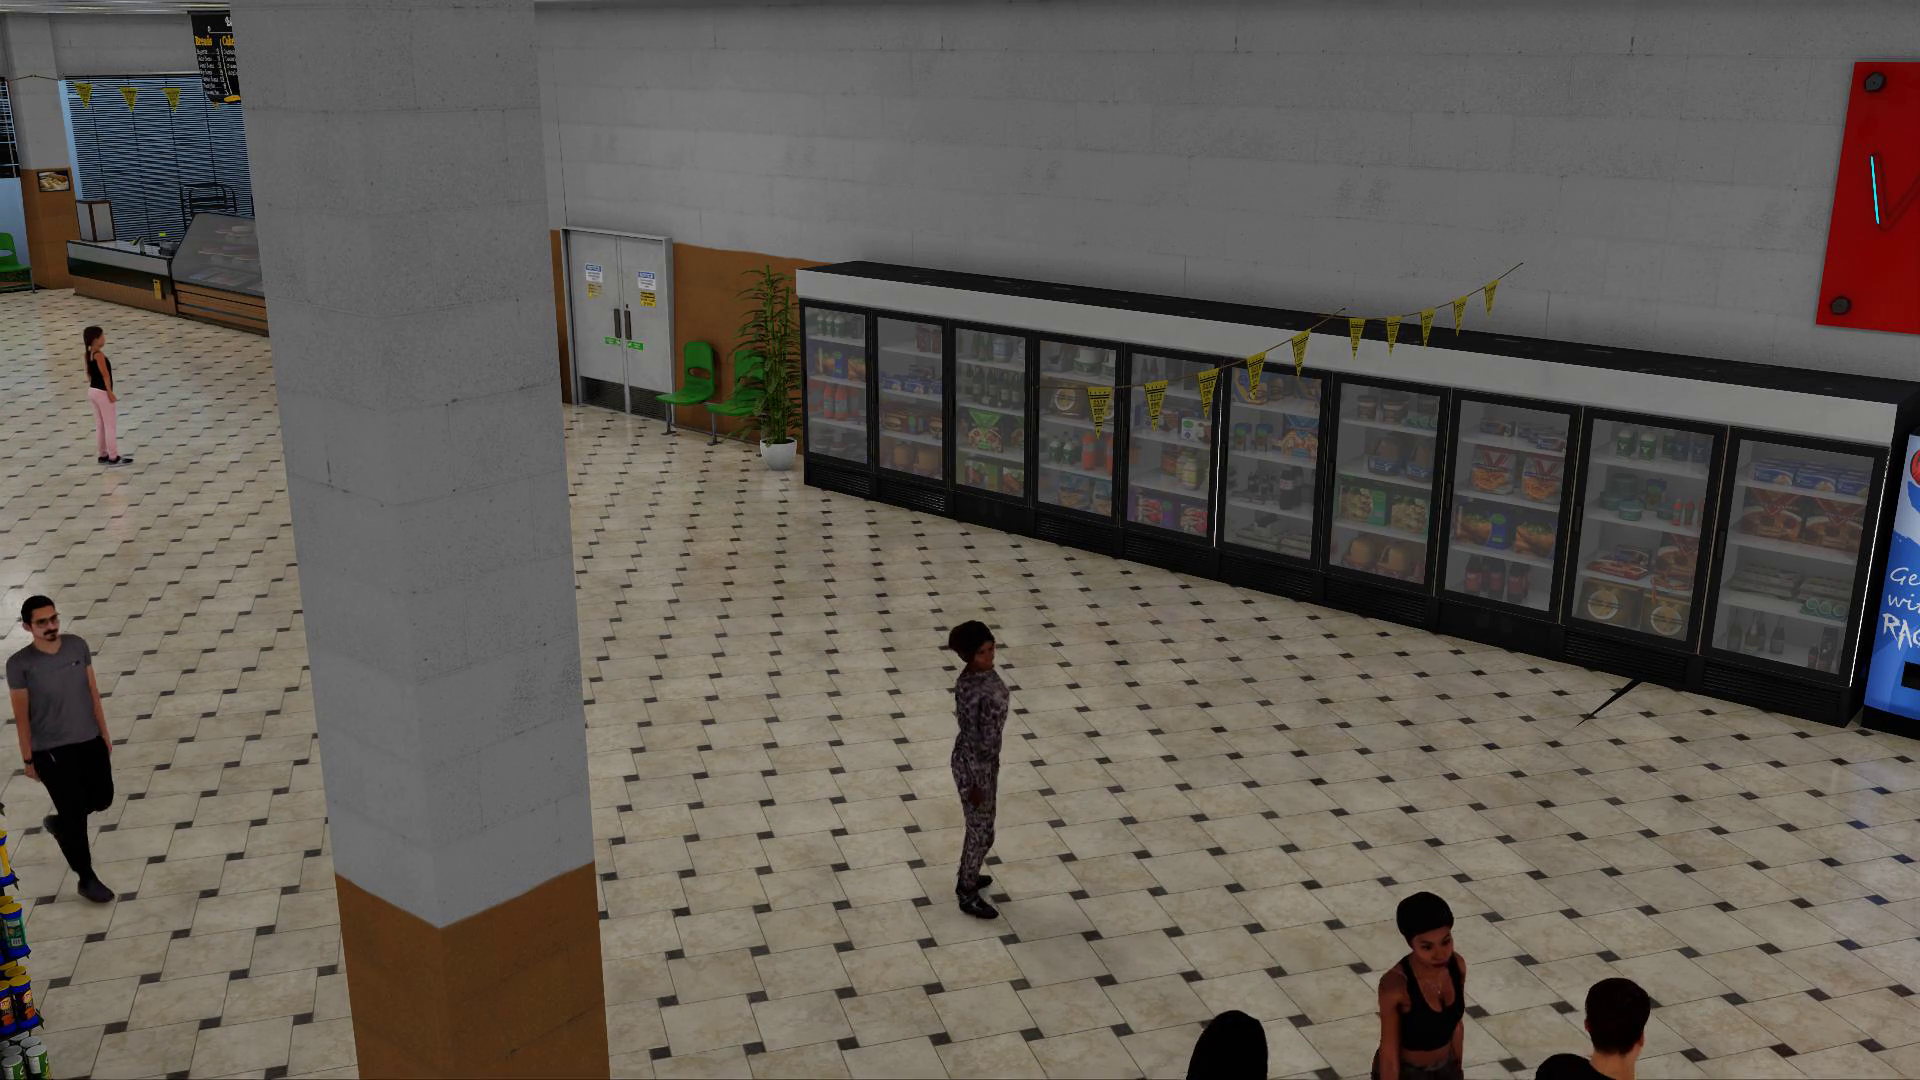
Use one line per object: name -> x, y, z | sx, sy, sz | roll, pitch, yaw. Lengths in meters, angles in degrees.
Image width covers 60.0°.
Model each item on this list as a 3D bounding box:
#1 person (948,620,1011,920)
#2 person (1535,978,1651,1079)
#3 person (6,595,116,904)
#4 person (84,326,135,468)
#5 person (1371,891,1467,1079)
person -> 0.089, 1.206, 8.959 | 0.830, 1.704, 0.659 | 2, 17, 8
person -> 1.900, 2.263, 5.261 | 0.848, 1.830, 0.876 | -8, 18, -24
person -> -4.972, 1.125, 9.181 | 0.793, 1.729, 0.937 | 10, 19, 29
person -> -9.511, -1.599, 18.436 | 0.536, 1.564, 0.502 | 12, 21, 35
person -> 1.650, 2.036, 6.262 | 0.729, 1.682, 0.786 | -11, 20, -31
